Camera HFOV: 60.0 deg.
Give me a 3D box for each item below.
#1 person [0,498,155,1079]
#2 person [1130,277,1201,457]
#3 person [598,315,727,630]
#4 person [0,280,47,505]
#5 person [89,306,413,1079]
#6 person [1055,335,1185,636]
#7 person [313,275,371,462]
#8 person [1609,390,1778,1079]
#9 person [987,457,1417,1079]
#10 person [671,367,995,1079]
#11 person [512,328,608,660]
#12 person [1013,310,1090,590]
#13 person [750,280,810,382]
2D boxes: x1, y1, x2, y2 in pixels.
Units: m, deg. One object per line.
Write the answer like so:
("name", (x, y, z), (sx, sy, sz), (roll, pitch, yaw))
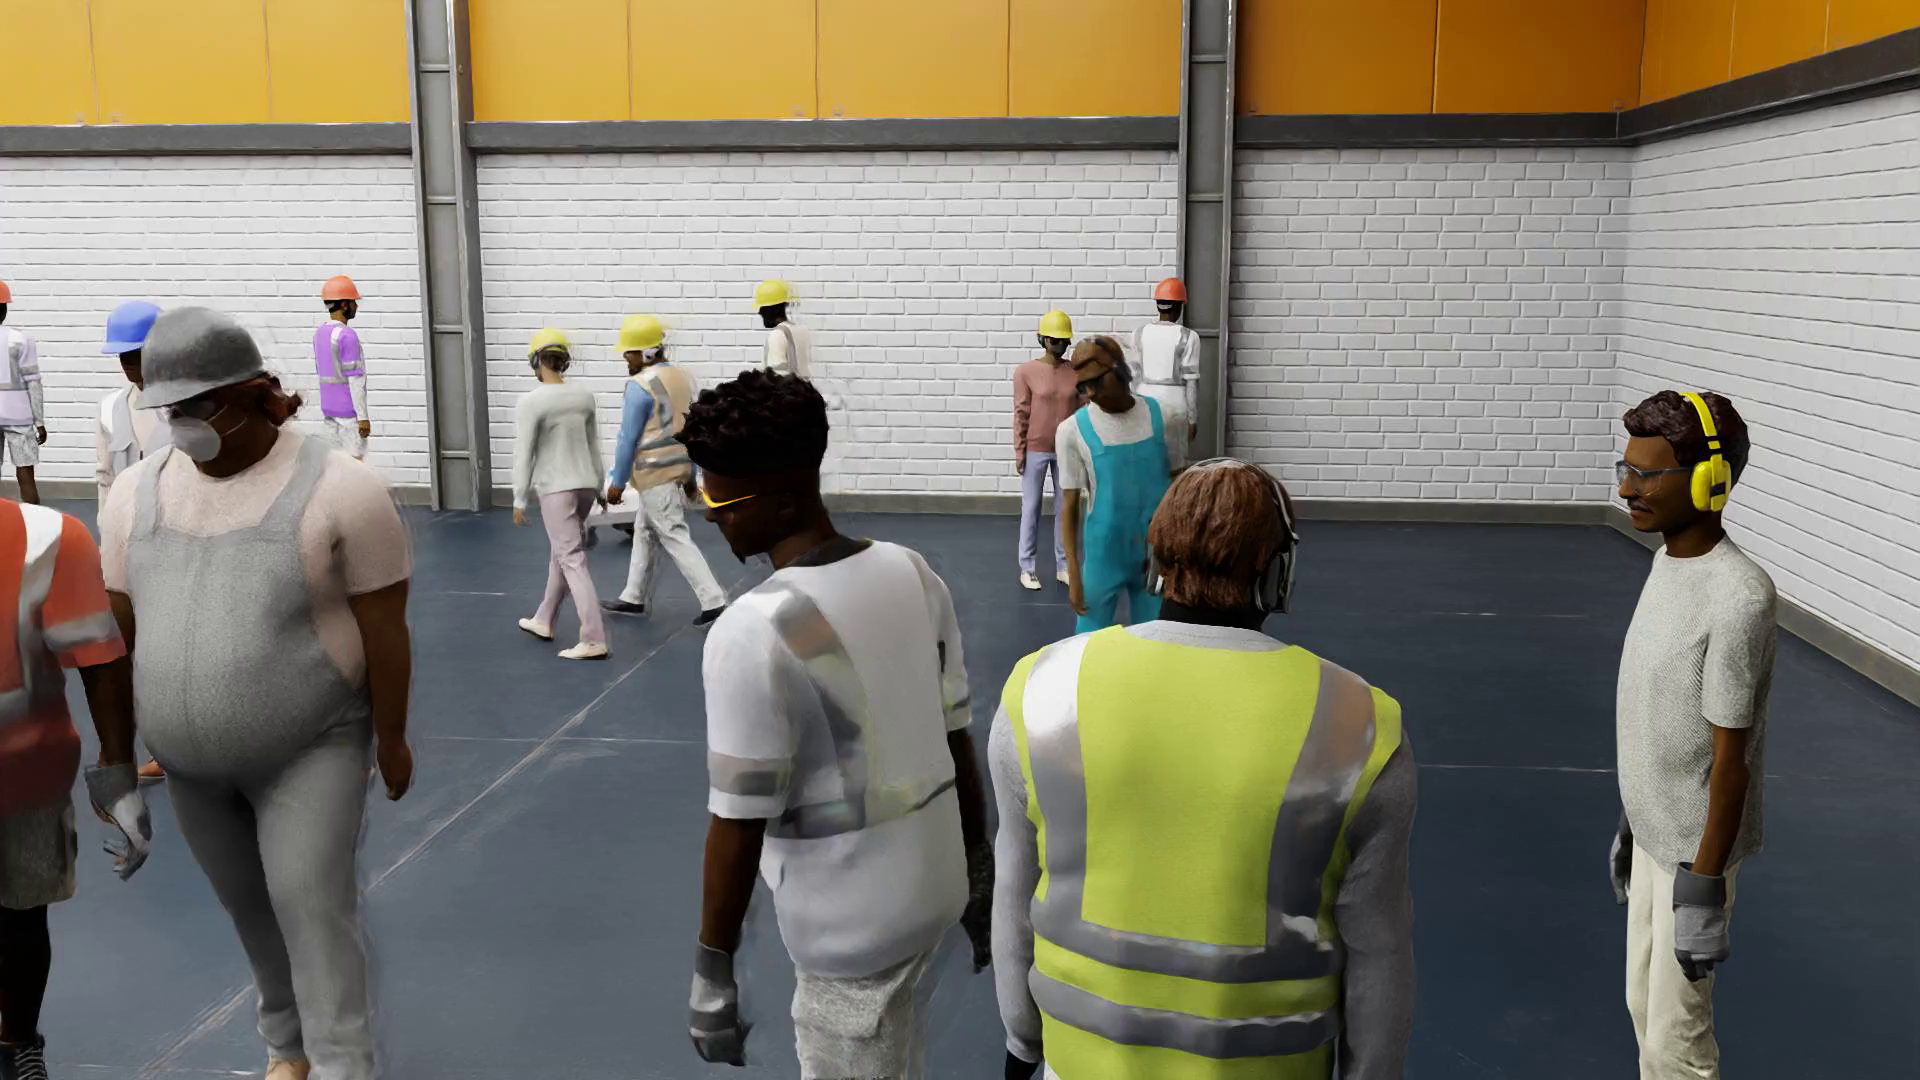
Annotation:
("person", (-2.130, 0.552, 3.622), (0.636, 1.895, 1.030), (-6, 12, -31))
("person", (1.499, -0.936, 12.113), (0.539, 1.929, 0.392), (5, 11, 28))
("person", (-1.667, -0.372, 9.340), (0.905, 1.784, 0.585), (2, 10, 12))
("person", (-6.617, -0.839, 11.504), (0.542, 1.939, 0.368), (-2, 10, -13))
("person", (-1.687, 0.447, 3.855), (0.706, 2.000, 0.804), (1, 10, 6))
("person", (0.691, 0.093, 6.586), (0.651, 1.807, 0.341), (-2, 10, -13))
("person", (-4.469, -0.949, 12.132), (0.545, 1.942, 0.349), (9, 13, 42))
("person", (1.423, 0.630, 3.349), (0.333, 1.855, 0.509), (1, 10, 8))
("person", (0.357, 0.787, 2.526), (0.635, 1.830, 0.429), (3, 10, 16))
("person", (-0.172, 0.660, 2.956), (0.595, 1.920, 0.623), (5, 11, 24))
("person", (-2.145, -0.255, 8.800), (0.862, 1.703, 0.597), (6, 12, 32))
("person", (0.581, -0.558, 10.426), (0.518, 1.757, 0.336), (-3, 10, -15))
("person", (-1.365, -0.971, 12.366), (0.631, 1.893, 0.618), (2, 10, 12))
